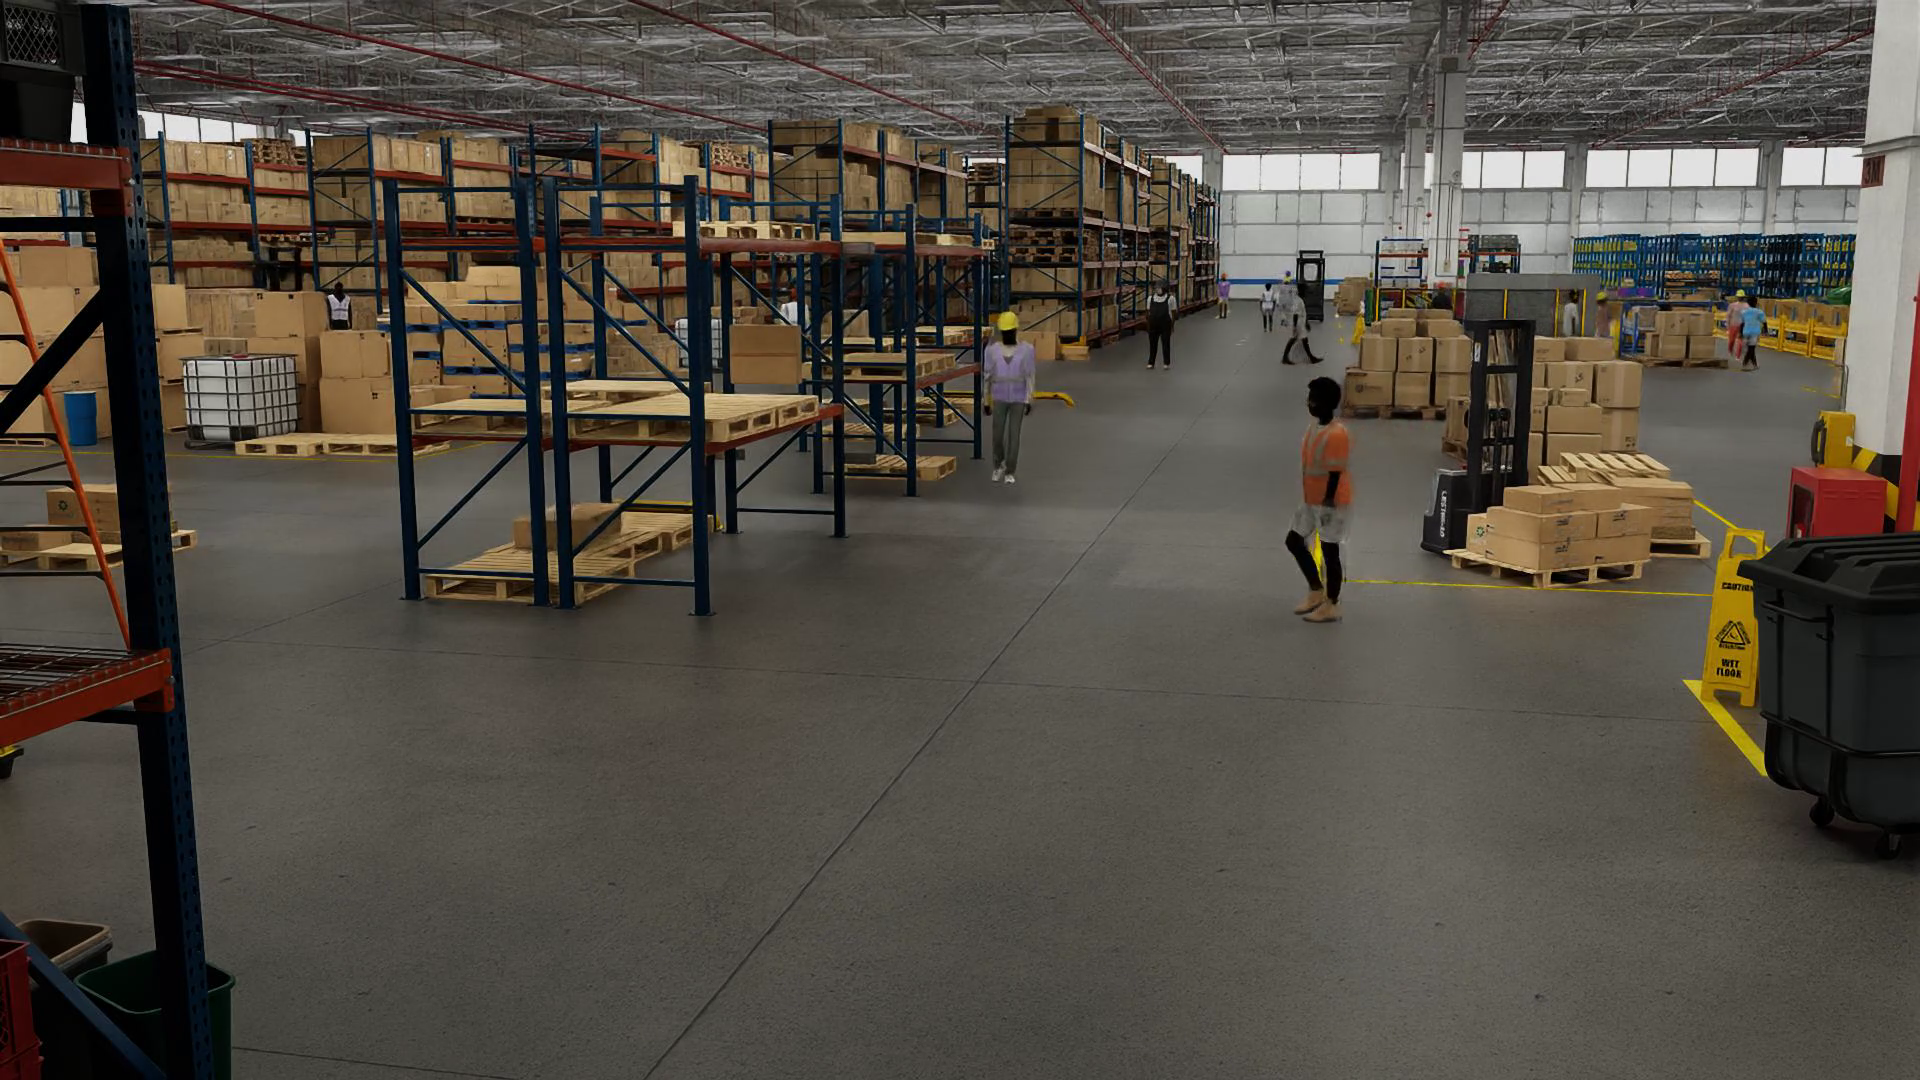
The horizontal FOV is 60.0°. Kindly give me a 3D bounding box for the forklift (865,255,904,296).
[{"bbox_3d":[-1.711,-5.432,38.375,1.129,2.768,1.873,2,10,12],"label":"forklift"}]

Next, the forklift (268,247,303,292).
[{"bbox_3d":[-19.758,-7.210,48.899,1.129,2.768,1.873,2,10,12],"label":"forklift"}]

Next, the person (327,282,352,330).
[{"bbox_3d":[-15.328,-5.410,41.120,0.594,1.911,0.384,-6,12,-34],"label":"person"}]

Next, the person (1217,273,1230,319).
[{"bbox_3d":[11.034,-10.212,69.618,0.547,1.900,1.002,2,10,12],"label":"person"}]

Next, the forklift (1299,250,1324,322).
[{"bbox_3d":[13.778,-10.002,65.433,1.129,2.768,1.873,2,10,12],"label":"forklift"}]

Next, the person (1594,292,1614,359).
[{"bbox_3d":[14.509,-4.750,37.776,0.906,1.721,0.540,9,13,42],"label":"person"}]

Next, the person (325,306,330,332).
[{"bbox_3d":[-15.660,-5.194,40.672,0.372,1.623,0.529,5,11,27],"label":"person"}]

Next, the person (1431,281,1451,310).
[{"bbox_3d":[11.721,-5.317,40.429,0.605,1.961,0.875,-7,12,-38],"label":"person"}]

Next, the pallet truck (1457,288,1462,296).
[{"bbox_3d":[20.506,-9.785,68.819,0.653,1.274,1.630,2,10,12],"label":"pallet truck"}]

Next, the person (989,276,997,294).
[{"bbox_3d":[1.700,-13.342,88.017,0.539,1.925,0.405,0,10,3],"label":"person"}]

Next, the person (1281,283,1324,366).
[{"bbox_3d":[7.982,-5.016,38.751,1.012,1.906,0.608,1,10,8],"label":"person"}]

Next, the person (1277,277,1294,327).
[{"bbox_3d":[11.960,-8.745,61.145,0.614,1.809,0.438,1,10,5],"label":"person"}]

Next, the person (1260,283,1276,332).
[{"bbox_3d":[10.463,-7.917,56.641,0.538,1.682,0.442,0,10,2],"label":"person"}]

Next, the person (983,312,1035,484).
[{"bbox_3d":[0.541,-1.558,18.334,0.582,1.903,0.468,1,10,5],"label":"person"}]

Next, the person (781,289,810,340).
[{"bbox_3d":[-3.444,-4.340,34.987,0.601,1.833,0.966,0,10,0],"label":"person"}]

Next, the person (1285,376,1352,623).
[{"bbox_3d":[2.430,-0.262,11.269,0.404,1.682,0.555,-2,10,-12],"label":"person"}]

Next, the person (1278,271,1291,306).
[{"bbox_3d":[16.940,-13.014,86.229,1.042,1.883,0.616,9,13,44],"label":"person"}]

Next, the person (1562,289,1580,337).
[{"bbox_3d":[12.855,-4.332,34.885,0.450,1.854,0.562,-1,10,-5],"label":"person"}]

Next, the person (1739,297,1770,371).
[{"bbox_3d":[17.611,-4.572,36.946,0.884,1.634,0.547,-6,11,-33],"label":"person"}]

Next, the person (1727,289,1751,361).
[{"bbox_3d":[19.045,-5.259,40.691,0.528,1.753,0.504,4,10,21],"label":"person"}]

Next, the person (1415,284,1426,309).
[{"bbox_3d":[15.951,-8.052,57.575,0.279,1.633,0.499,-5,11,-28],"label":"person"}]

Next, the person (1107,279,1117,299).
[{"bbox_3d":[7.526,-12.411,82.872,0.632,1.815,0.618,2,10,11],"label":"person"}]

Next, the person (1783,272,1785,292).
[{"bbox_3d":[43.925,-13.317,88.323,0.676,1.798,0.575,-1,10,-5],"label":"person"}]

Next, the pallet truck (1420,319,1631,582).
[{"bbox_3d":[4.543,-0.757,13.299,0.823,1.965,1.885,-4,10,-22],"label":"pallet truck"}]

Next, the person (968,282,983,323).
[{"bbox_3d":[0.544,-8.993,63.235,0.725,1.607,0.502,-7,12,-37],"label":"person"}]

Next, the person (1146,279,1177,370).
[{"bbox_3d":[4.487,-4.837,37.331,0.686,2.000,0.535,4,10,20],"label":"person"}]

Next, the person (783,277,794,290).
[{"bbox_3d":[-6.748,-9.552,66.037,0.835,1.773,0.656,2,10,9],"label":"person"}]
